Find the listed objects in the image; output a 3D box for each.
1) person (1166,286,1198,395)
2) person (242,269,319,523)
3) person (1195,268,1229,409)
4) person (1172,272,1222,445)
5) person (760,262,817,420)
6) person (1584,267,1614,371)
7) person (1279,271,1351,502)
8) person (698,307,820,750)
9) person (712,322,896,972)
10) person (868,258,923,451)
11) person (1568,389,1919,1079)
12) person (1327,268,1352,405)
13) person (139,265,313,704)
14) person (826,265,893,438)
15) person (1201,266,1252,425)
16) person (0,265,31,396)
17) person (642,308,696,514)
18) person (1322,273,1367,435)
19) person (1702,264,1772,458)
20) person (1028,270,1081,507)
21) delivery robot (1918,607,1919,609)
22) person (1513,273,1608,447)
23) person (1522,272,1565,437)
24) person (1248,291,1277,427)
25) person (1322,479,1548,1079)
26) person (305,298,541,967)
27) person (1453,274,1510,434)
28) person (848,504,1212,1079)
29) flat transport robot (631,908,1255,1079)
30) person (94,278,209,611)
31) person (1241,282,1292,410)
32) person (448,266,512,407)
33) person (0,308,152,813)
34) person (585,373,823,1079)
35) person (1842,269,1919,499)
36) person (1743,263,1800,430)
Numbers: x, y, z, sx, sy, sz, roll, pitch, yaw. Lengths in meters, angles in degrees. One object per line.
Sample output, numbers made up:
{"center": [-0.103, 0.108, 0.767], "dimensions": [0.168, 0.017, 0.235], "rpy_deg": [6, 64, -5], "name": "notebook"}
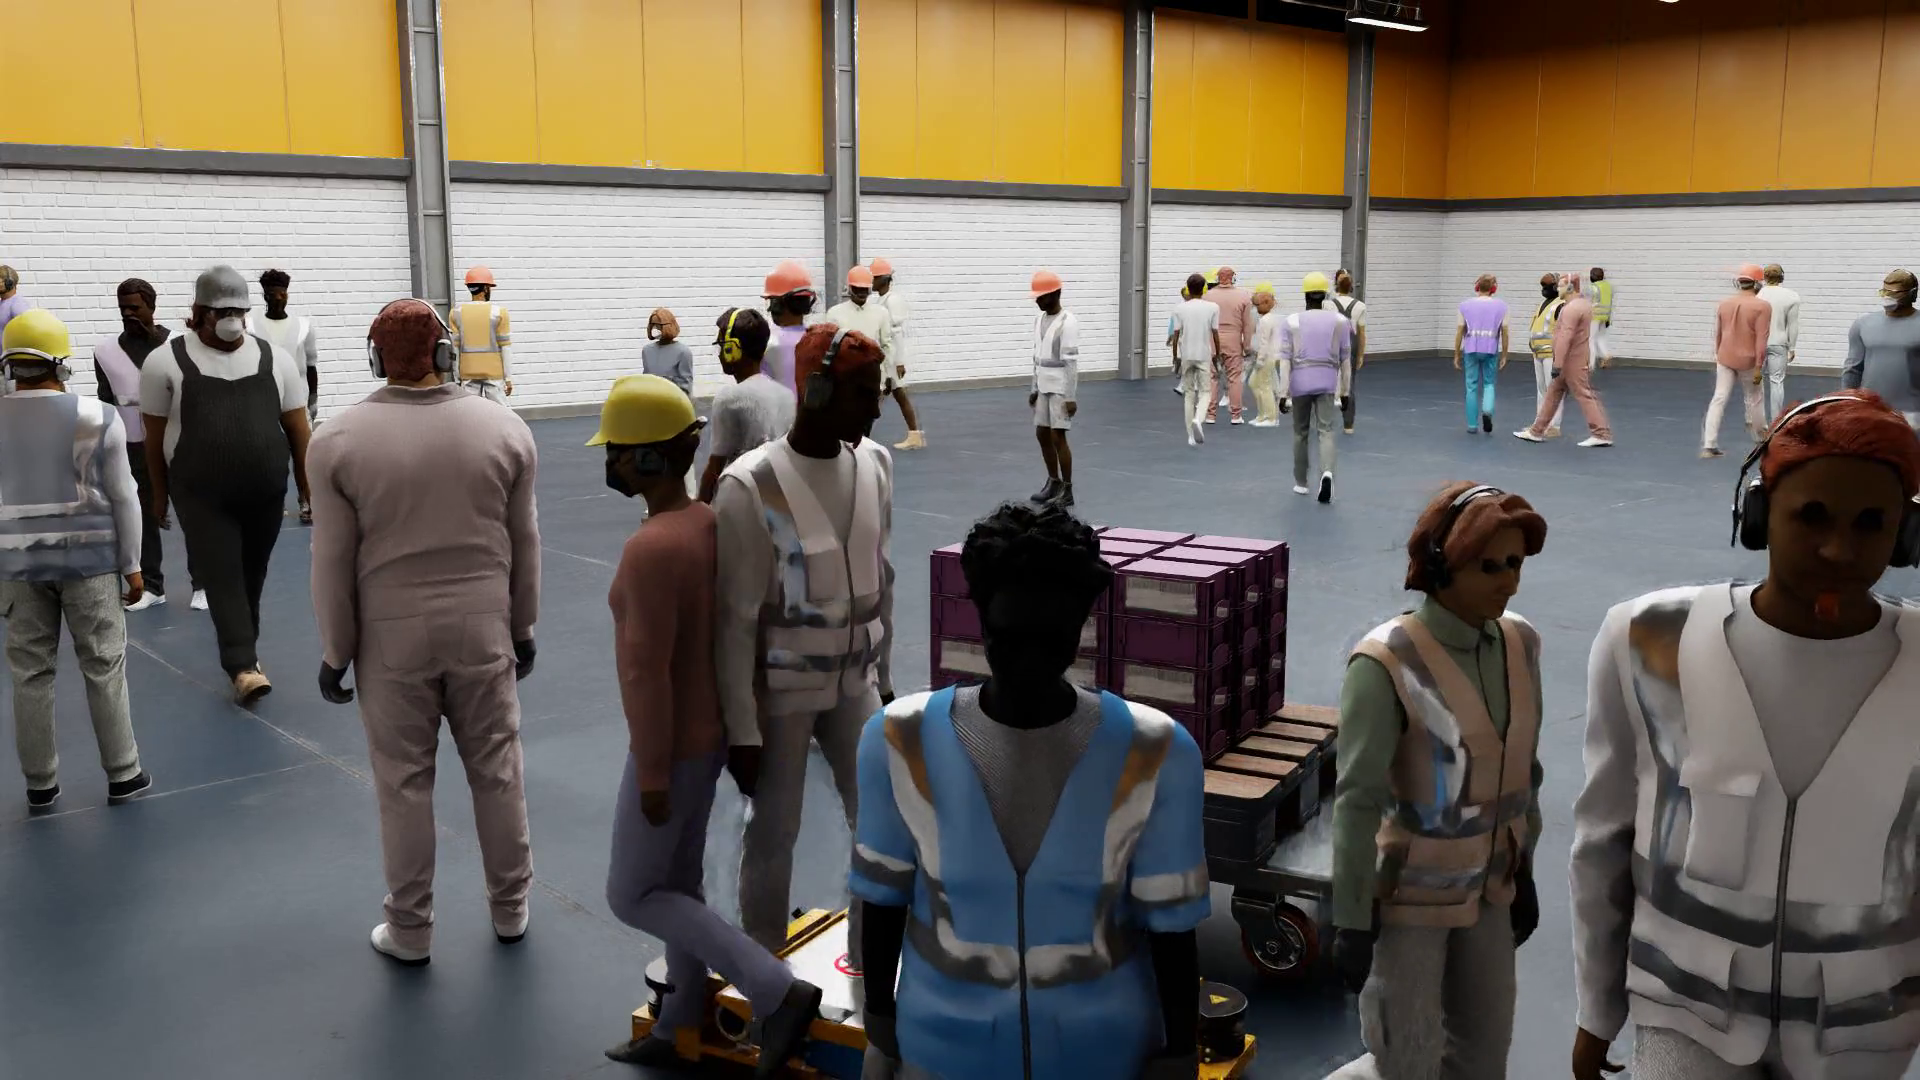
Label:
{"center": [3.312, -2.923, 24.373], "dimensions": [0.516, 1.591, 0.875], "rpy_deg": [8, 13, 39], "name": "person"}
{"center": [-5.194, -1.090, 12.699], "dimensions": [0.602, 1.919, 1.021], "rpy_deg": [-4, 11, -24], "name": "person"}
{"center": [3.433, -2.698, 22.234], "dimensions": [0.603, 1.879, 0.939], "rpy_deg": [5, 11, 29], "name": "person"}
{"center": [2.508, -1.911, 17.663], "dimensions": [0.530, 1.859, 0.609], "rpy_deg": [3, 10, 15], "name": "person"}
{"center": [-0.884, -0.459, 8.771], "dimensions": [0.630, 1.986, 1.075], "rpy_deg": [-7, 12, -34], "name": "person"}
{"center": [11.161, -3.868, 29.194], "dimensions": [0.651, 1.830, 0.446], "rpy_deg": [-6, 11, -30], "name": "person"}
{"center": [2.955, -1.276, 13.831], "dimensions": [0.602, 1.903, 0.868], "rpy_deg": [1, 10, 3], "name": "person"}
{"center": [-0.917, -0.042, 6.873], "dimensions": [1.002, 1.809, 0.498], "rpy_deg": [4, 10, 20], "name": "person"}
{"center": [-0.309, 0.405, 4.101], "dimensions": [0.647, 1.851, 0.769], "rpy_deg": [-9, 13, -44], "name": "person"}
{"center": [-0.851, -1.889, 17.143], "dimensions": [1.048, 1.986, 0.646], "rpy_deg": [-2, 10, -12], "name": "person"}
{"center": [1.126, 0.725, 2.289], "dimensions": [0.594, 1.831, 0.958], "rpy_deg": [4, 11, 24], "name": "person"}
{"center": [5.097, -2.740, 22.523], "dimensions": [0.463, 1.859, 0.506], "rpy_deg": [-2, 10, -14], "name": "person"}
{"center": [-3.342, -0.301, 7.701], "dimensions": [0.702, 2.000, 1.036], "rpy_deg": [-8, 12, -38], "name": "person"}
{"center": [-0.931, -1.537, 15.230], "dimensions": [0.621, 1.954, 0.966], "rpy_deg": [-3, 10, -16], "name": "person"}
{"center": [3.184, -2.336, 20.018], "dimensions": [0.652, 1.904, 0.402], "rpy_deg": [2, 10, 13], "name": "person"}
{"center": [-8.863, -1.594, 15.573], "dimensions": [0.631, 1.940, 0.372], "rpy_deg": [8, 13, 41], "name": "person"}
{"center": [-2.274, -0.987, 12.946], "dimensions": [0.497, 1.626, 0.288], "rpy_deg": [6, 11, 30], "name": "person"}
{"center": [4.340, -2.105, 18.925], "dimensions": [0.517, 1.831, 0.379], "rpy_deg": [1, 10, 6], "name": "person"}
{"center": [7.887, -1.793, 16.732], "dimensions": [1.024, 1.934, 0.641], "rpy_deg": [-6, 11, -31], "name": "person"}
{"center": [0.752, -1.213, 13.414], "dimensions": [0.468, 1.908, 0.565], "rpy_deg": [-6, 11, -30], "name": "person"}
{"center": [4.281, 0.465, 7.288], "dimensions": [0.477, 0.478, 0.707], "rpy_deg": [6, 11, 30], "name": "delivery robot"}
{"center": [6.495, -1.922, 17.769], "dimensions": [1.016, 1.843, 0.658], "rpy_deg": [5, 11, 27], "name": "person"}
{"center": [6.618, -2.078, 18.701], "dimensions": [0.429, 1.840, 0.624], "rpy_deg": [-1, 10, -5], "name": "person"}
{"center": [3.565, -2.135, 19.679], "dimensions": [0.462, 1.607, 0.553], "rpy_deg": [2, 10, 12], "name": "person"}
{"center": [0.868, 0.675, 3.205], "dimensions": [0.555, 1.626, 0.478], "rpy_deg": [-6, 12, -33], "name": "person"}
{"center": [-1.526, 0.266, 4.787], "dimensions": [0.643, 1.905, 0.400], "rpy_deg": [-6, 11, -30], "name": "person"}
{"center": [5.901, -2.099, 18.860], "dimensions": [0.577, 1.820, 0.457], "rpy_deg": [2, 10, 11], "name": "person"}
{"center": [0.097, 0.764, 2.494], "dimensions": [0.534, 1.680, 0.400], "rpy_deg": [1, 10, 4], "name": "person"}
{"center": [-0.050, 1.188, 4.156], "dimensions": [1.431, 0.197, 0.652], "rpy_deg": [5, 11, 27], "name": "flat transport robot"}
{"center": [-4.582, -0.531, 9.475], "dimensions": [0.605, 1.904, 0.409], "rpy_deg": [-1, 10, -5], "name": "person"}
{"center": [3.964, -2.531, 21.806], "dimensions": [0.939, 1.684, 0.494], "rpy_deg": [-5, 11, -25], "name": "person"}
{"center": [-4.297, -1.489, 14.968], "dimensions": [0.547, 1.934, 0.376], "rpy_deg": [0, 10, -2], "name": "person"}
{"center": [-3.289, 0.081, 6.066], "dimensions": [0.587, 1.835, 0.404], "rpy_deg": [-3, 10, -16], "name": "person"}
{"center": [-0.623, 0.481, 3.984], "dimensions": [0.522, 1.758, 0.536], "rpy_deg": [2, 10, 10], "name": "person"}
{"center": [6.331, -0.868, 11.322], "dimensions": [0.635, 1.936, 0.354], "rpy_deg": [9, 13, 42], "name": "person"}
{"center": [9.362, -2.229, 19.285], "dimensions": [0.627, 1.941, 0.374], "rpy_deg": [5, 11, 28], "name": "person"}
